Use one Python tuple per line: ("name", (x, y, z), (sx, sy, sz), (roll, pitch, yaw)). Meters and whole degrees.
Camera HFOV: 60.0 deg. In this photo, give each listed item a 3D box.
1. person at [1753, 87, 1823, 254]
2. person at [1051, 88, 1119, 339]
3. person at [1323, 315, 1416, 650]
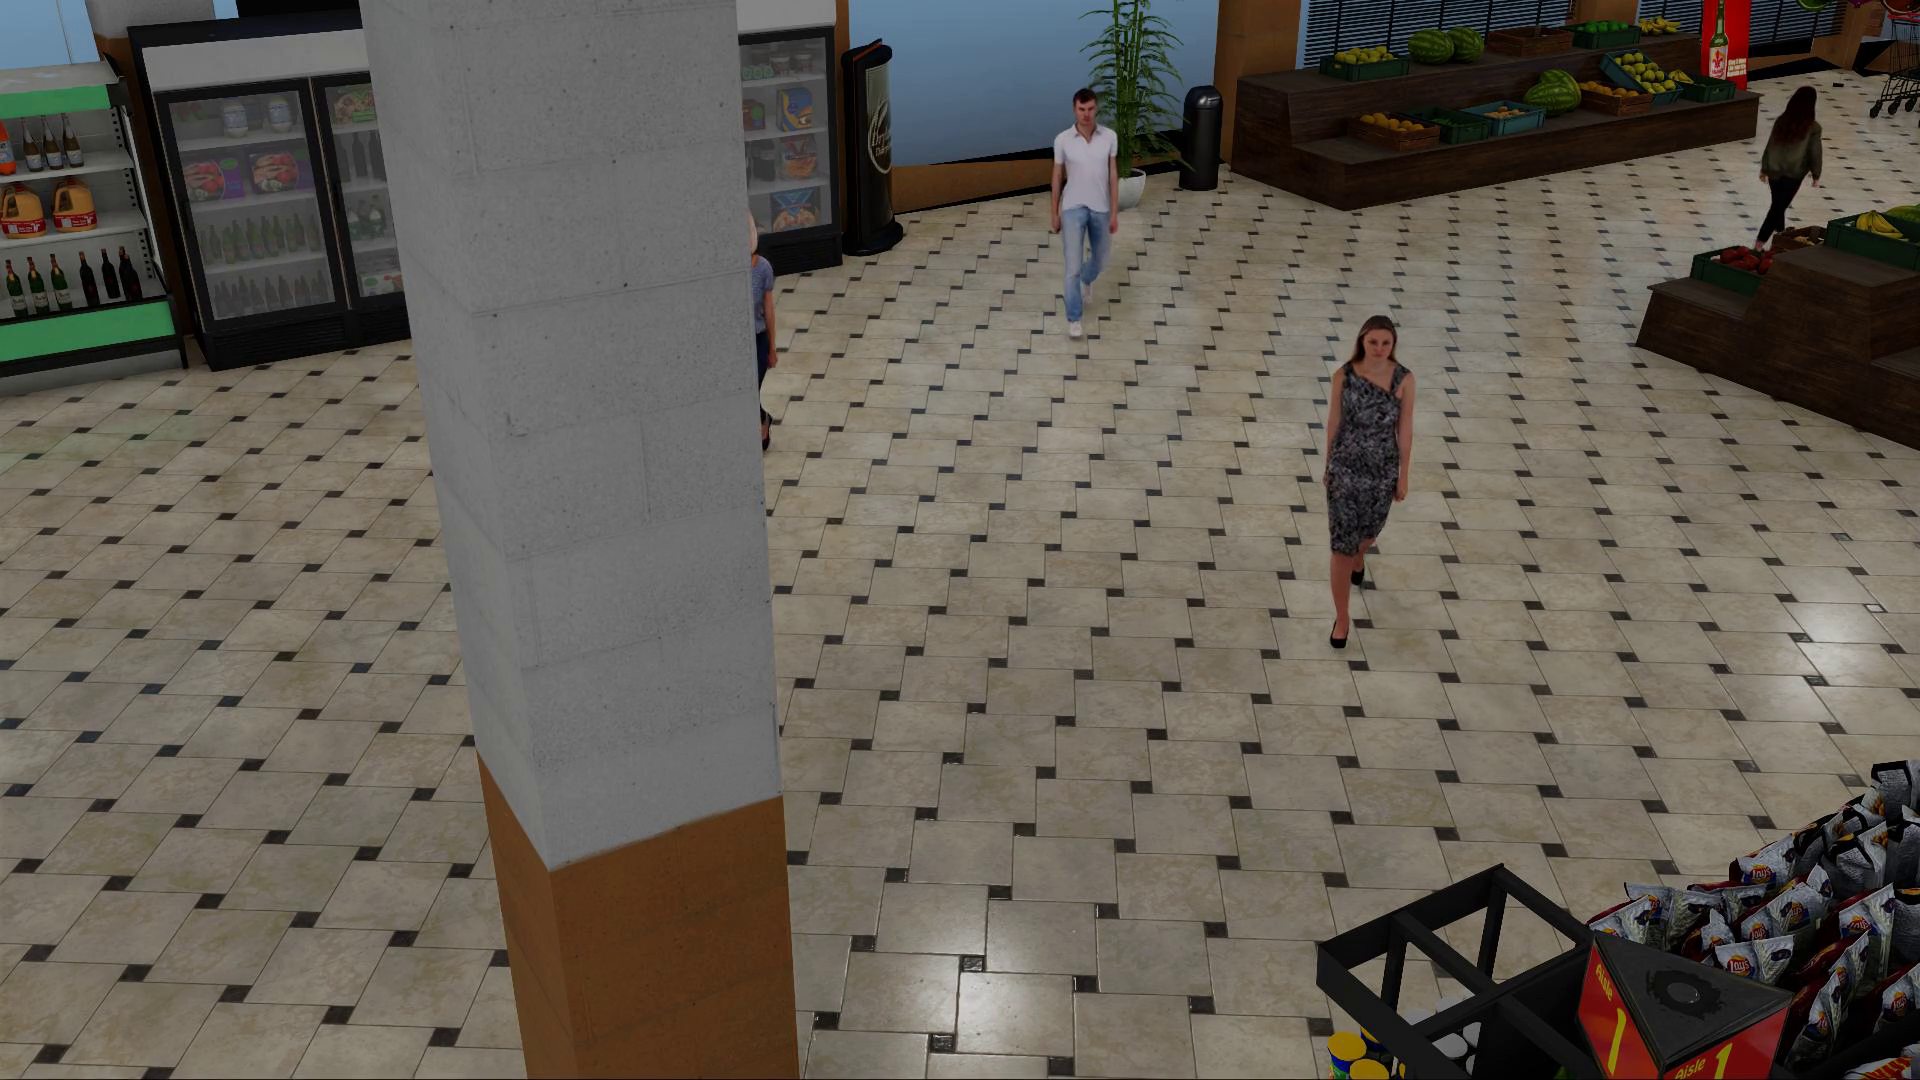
("person", (6.998, -3.085, 14.162), (0.986, 1.437, 0.679), (-19, 32, -32))
("person", (0.934, -2.486, 12.547), (1.036, 1.831, 0.945), (-3, 27, -6))
("person", (2.072, -0.357, 8.529), (1.102, 1.666, 1.137), (6, 27, 11))
